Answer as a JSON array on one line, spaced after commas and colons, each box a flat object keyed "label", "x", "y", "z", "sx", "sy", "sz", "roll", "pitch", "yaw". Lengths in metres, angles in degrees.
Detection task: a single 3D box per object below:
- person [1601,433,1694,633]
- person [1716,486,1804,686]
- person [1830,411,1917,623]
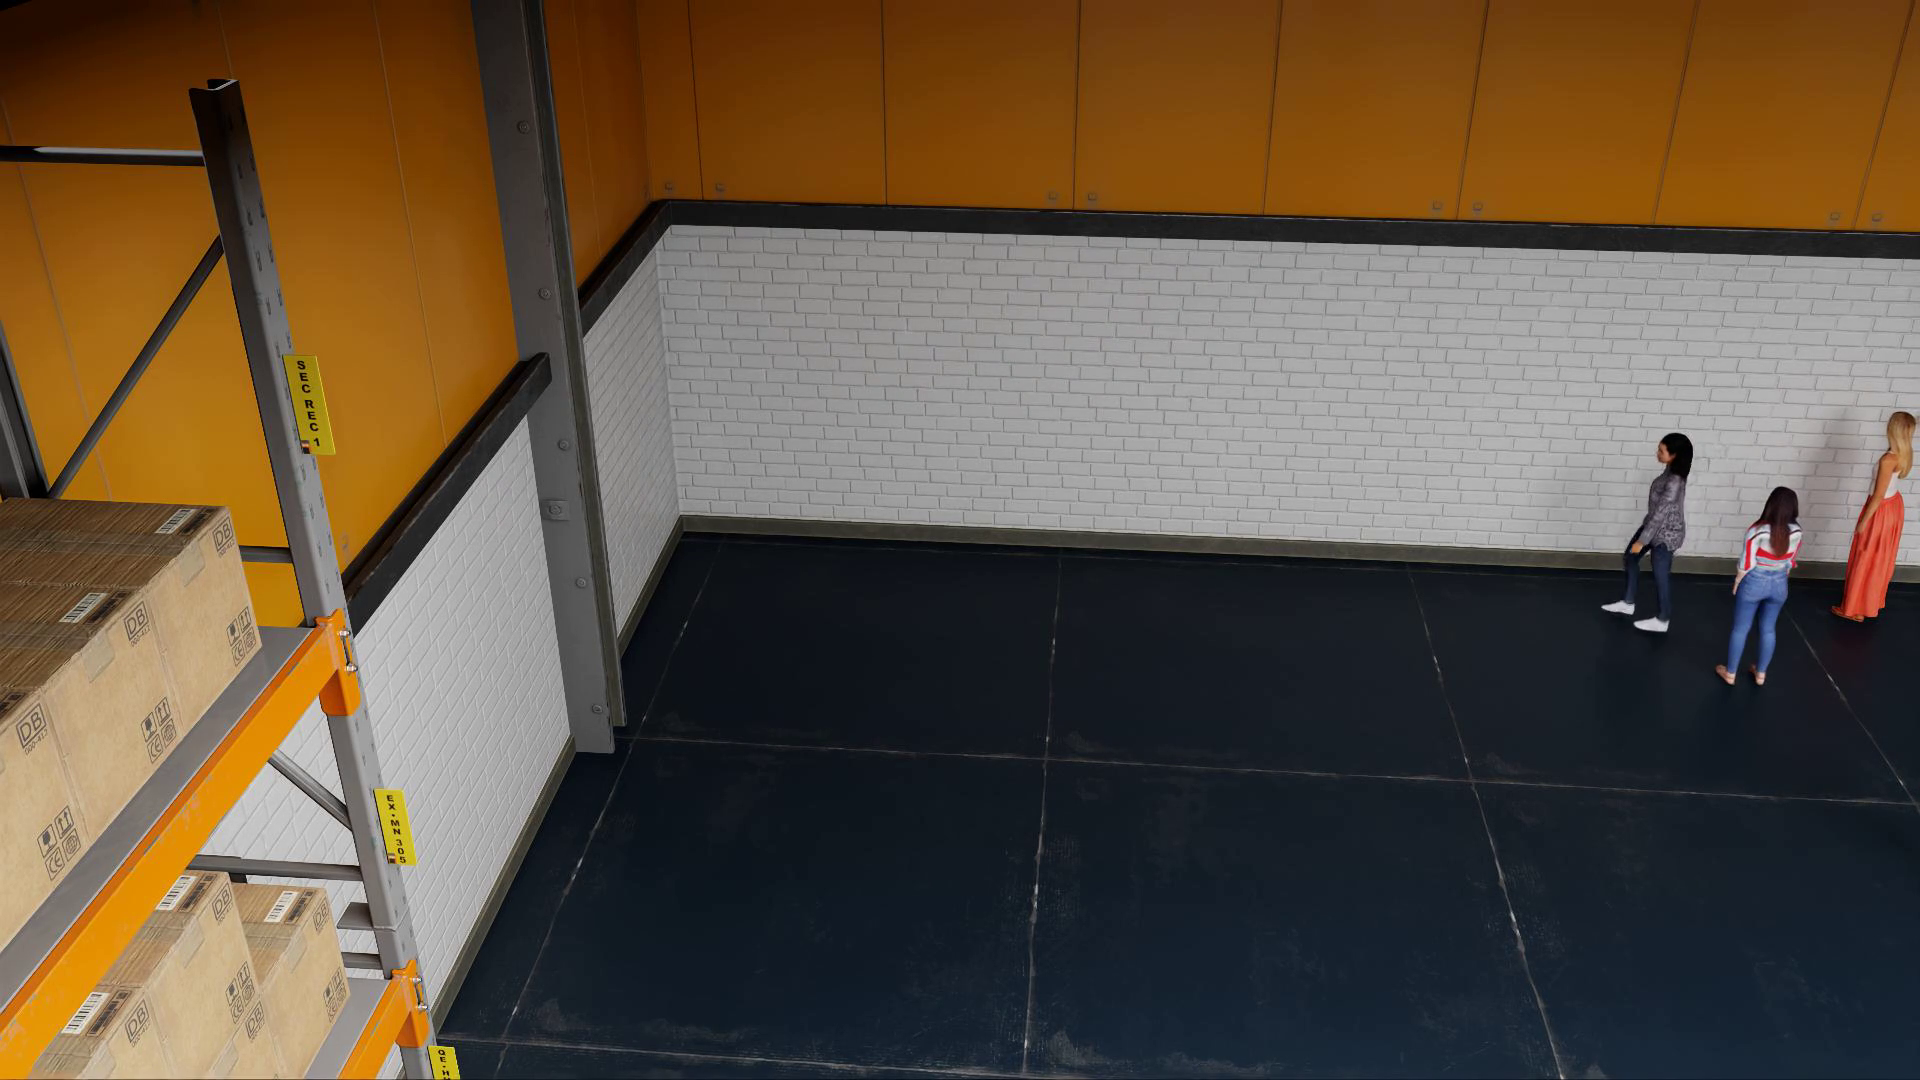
[{"label": "person", "x": 5.607, "y": -0.031, "z": 13.070, "sx": 0.755, "sy": 1.711, "sz": 0.739, "roll": 8, "pitch": 30, "yaw": 14}, {"label": "person", "x": 6.037, "y": 0.347, "z": 12.485, "sx": 0.604, "sy": 1.609, "sz": 0.543, "roll": 0, "pitch": 29, "yaw": 0}, {"label": "person", "x": 7.339, "y": -0.189, "z": 13.266, "sx": 0.719, "sy": 1.801, "sz": 0.790, "roll": -25, "pitch": 37, "yaw": -37}]
